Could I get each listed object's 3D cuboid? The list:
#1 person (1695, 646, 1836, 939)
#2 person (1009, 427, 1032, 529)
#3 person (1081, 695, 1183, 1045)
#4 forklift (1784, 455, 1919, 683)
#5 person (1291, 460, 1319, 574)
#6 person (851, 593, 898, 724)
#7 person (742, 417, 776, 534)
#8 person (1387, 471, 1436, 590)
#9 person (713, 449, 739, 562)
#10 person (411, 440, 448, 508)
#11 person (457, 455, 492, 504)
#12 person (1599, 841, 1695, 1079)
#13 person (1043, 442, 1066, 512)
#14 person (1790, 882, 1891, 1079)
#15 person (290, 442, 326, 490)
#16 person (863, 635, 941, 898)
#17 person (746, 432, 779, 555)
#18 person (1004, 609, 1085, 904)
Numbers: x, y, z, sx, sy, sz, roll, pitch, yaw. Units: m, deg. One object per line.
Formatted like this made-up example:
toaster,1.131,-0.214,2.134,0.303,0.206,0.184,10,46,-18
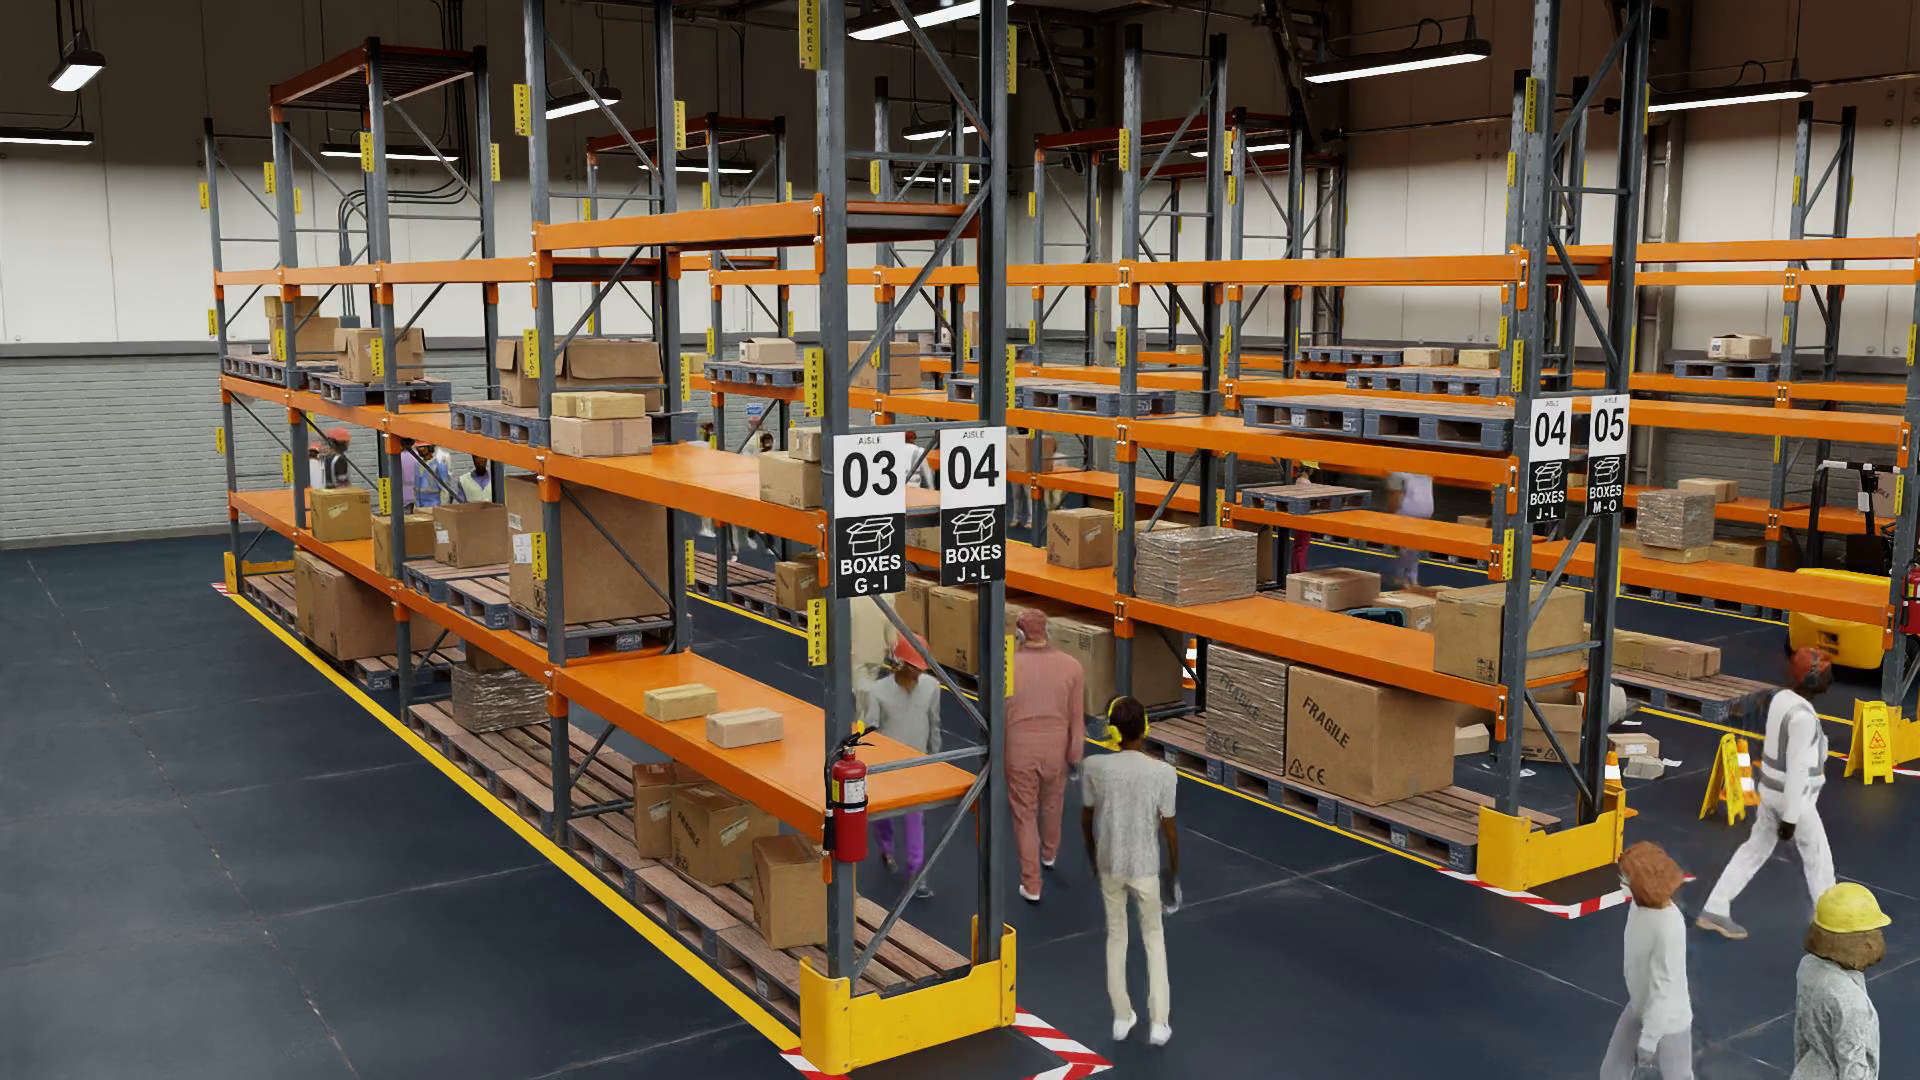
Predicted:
person,4.922,1.528,9.885,0.978,1.844,0.594,1,9,9
person,1.044,-1.101,27.396,0.628,1.837,0.429,6,11,36
person,0.900,1.702,8.665,0.542,1.850,0.459,2,9,13
forklift,9.643,0.253,17.172,2.313,2.155,1.214,-6,10,-33
person,4.559,-0.245,21.934,0.325,1.760,0.523,-1,9,-4
person,-0.878,0.949,14.093,0.591,1.711,0.840,-5,10,-31
person,-3.254,-1.042,26.840,0.490,1.888,0.697,8,12,42
person,5.886,-0.326,21.534,0.699,2.000,0.541,-5,10,-28
person,-3.383,-0.494,23.978,0.515,1.640,0.315,2,9,11
person,-7.092,-0.427,22.195,0.610,2.043,0.375,5,10,32
person,-6.087,-0.213,21.189,0.597,1.916,0.370,-4,9,-25
person,3.007,2.055,7.185,0.855,1.585,0.533,0,9,3
person,1.451,-0.835,26.359,0.513,1.610,0.390,5,10,31
person,3.263,2.123,6.211,0.285,1.745,0.489,1,9,7
person,-9.449,-0.565,24.215,0.628,1.704,0.592,-4,9,-22
person,-0.382,1.442,10.930,0.589,1.689,0.885,-3,9,-22
person,-2.911,-0.693,24.633,0.544,1.849,0.518,-8,12,-42
person,0.459,1.364,10.902,0.635,1.854,0.940,-2,9,-10
